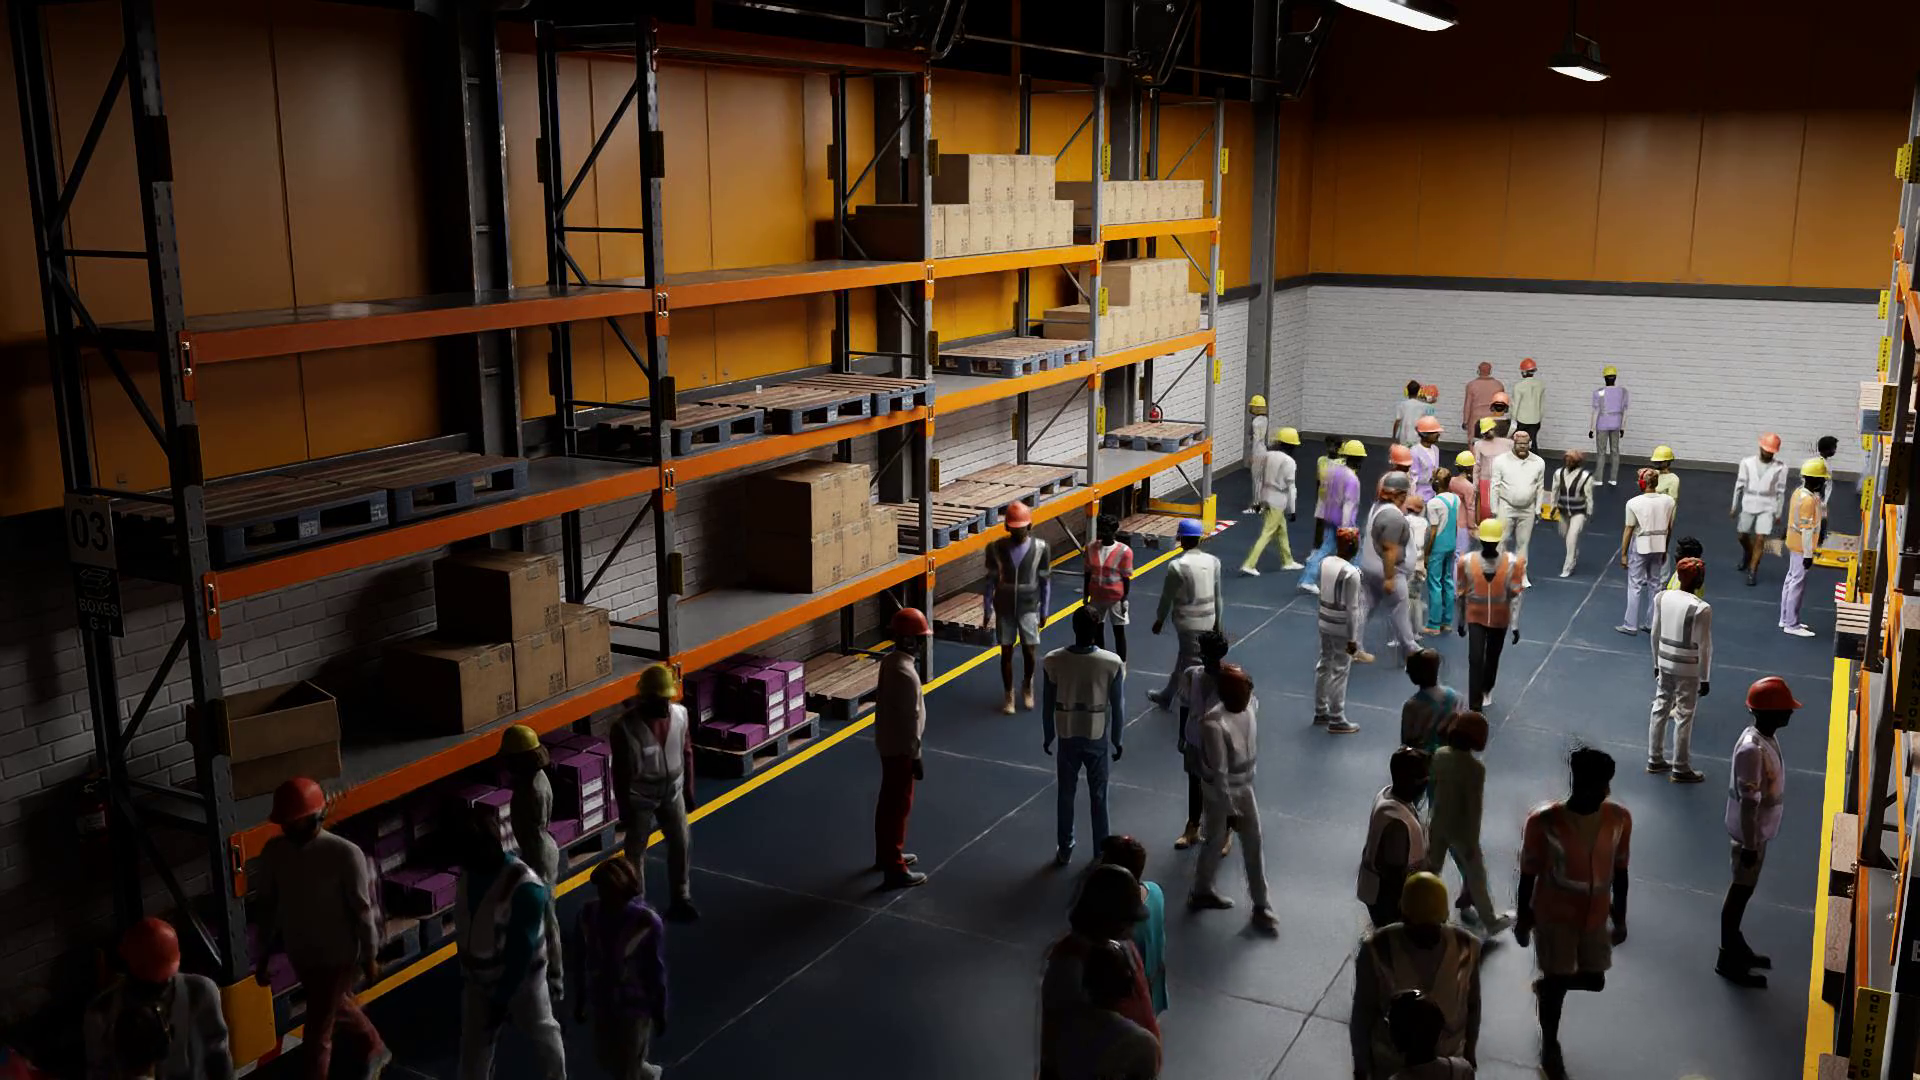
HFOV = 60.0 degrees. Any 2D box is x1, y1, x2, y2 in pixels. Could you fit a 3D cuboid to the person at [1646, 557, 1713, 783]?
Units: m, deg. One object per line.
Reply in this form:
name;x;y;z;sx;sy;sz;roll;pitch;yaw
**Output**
person;5.943;1.064;13.704;0.356;1.883;0.574;-6;14;-24

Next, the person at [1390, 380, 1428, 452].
person;6.808;-1.500;25.267;0.568;1.838;0.892;1;13;4

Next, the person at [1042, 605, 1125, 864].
person;0.888;1.416;12.045;0.590;1.918;0.386;2;13;10

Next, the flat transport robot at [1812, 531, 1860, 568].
flat transport robot;11.478;0.133;21.507;0.652;0.197;1.431;8;15;32

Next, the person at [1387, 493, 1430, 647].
person;4.741;0.316;17.664;0.635;1.611;0.327;-10;16;-38

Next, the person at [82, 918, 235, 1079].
person;-3.492;2.482;7.297;0.580;1.909;0.653;-5;14;-23

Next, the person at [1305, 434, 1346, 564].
person;4.737;-0.507;21.199;0.583;1.690;0.503;10;16;39

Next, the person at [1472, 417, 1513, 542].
person;7.229;-0.818;22.498;0.604;1.718;0.540;4;13;17

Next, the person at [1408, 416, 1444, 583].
person;5.672;-0.501;20.336;0.361;2.047;0.612;12;17;42

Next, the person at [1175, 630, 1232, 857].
person;1.838;1.487;12.229;0.541;1.696;0.315;8;15;33

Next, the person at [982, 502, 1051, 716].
person;0.517;0.639;15.300;0.622;2.027;0.442;1;13;4

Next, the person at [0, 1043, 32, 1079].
person;-3.907;2.696;6.657;0.982;1.782;0.629;-10;16;-38

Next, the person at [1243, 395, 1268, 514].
person;4.346;-1.255;24.401;0.294;1.744;0.486;6;14;24

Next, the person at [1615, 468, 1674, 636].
person;7.404;0.140;17.947;0.563;1.836;0.395;-3;13;-12

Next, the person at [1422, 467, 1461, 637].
person;5.184;0.123;17.997;0.511;1.844;0.328;-10;16;-38

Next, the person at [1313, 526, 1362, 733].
person;3.397;0.801;14.900;0.354;1.880;0.570;-4;13;-18

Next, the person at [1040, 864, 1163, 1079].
person;0.550;2.361;7.539;0.838;2.000;0.704;7;14;29

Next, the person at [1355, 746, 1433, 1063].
person;2.435;2.044;9.407;0.396;1.841;0.565;3;13;12

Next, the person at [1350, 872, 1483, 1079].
person;2.144;2.426;7.758;0.626;1.811;0.664;1;13;3

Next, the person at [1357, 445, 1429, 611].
person;4.931;-0.162;19.081;0.639;1.932;1.042;-11;17;-40

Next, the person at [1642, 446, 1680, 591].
person;8.360;-0.258;19.911;0.332;1.760;0.526;-3;13;-14

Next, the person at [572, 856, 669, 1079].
person;-1.707;2.356;8.501;0.523;1.610;0.670;5;14;21

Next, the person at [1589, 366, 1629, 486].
person;10.312;-1.810;26.493;0.584;1.917;0.386;-1;13;-4

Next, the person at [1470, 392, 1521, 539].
person;7.269;-0.999;22.627;0.615;2.028;0.409;3;13;11

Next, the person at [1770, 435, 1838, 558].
person;10.869;-0.525;21.301;0.745;1.664;0.549;5;14;23

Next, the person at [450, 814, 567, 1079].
person;-2.397;2.271;8.518;0.608;1.779;0.970;8;15;30

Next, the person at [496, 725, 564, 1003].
person;-2.602;1.951;10.080;0.324;1.730;0.491;-5;14;-21

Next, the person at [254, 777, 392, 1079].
person;-3.373;2.143;8.761;0.650;1.947;1.024;4;13;19

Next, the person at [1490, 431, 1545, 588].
person;6.715;-0.369;20.065;0.641;1.908;0.407;1;13;3

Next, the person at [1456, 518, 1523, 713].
person;4.860;0.703;15.335;0.583;1.887;0.988;3;13;15

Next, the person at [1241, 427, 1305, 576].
person;3.904;-0.479;20.643;0.974;1.874;0.605;-5;14;-23

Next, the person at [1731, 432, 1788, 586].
person;9.759;-0.414;20.296;0.590;1.897;0.753;9;15;35

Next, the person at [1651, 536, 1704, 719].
person;6.646;0.799;15.310;0.319;1.696;0.532;1;13;7

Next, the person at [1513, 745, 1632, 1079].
person;3.376;2.026;9.263;0.642;1.939;0.641;-2;13;-8

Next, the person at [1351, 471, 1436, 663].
person;4.396;0.277;16.867;0.962;2.000;0.706;-1;13;-6

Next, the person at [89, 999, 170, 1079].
person;-3.264;2.710;6.583;0.532;1.793;1.002;3;13;15

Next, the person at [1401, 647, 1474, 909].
person;3.258;1.618;11.423;0.530;1.807;0.896;-7;14;-28

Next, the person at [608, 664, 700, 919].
person;-2.033;1.689;11.062;0.596;1.819;0.431;-10;16;-37

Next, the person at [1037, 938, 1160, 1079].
person;0.565;2.579;7.059;0.552;1.827;0.448;9;16;36

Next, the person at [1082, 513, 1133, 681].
person;1.447;0.561;16.391;0.531;1.691;0.318;8;15;32

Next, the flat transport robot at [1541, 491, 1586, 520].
flat transport robot;8.769;-0.520;24.435;0.652;0.197;1.431;2;13;11

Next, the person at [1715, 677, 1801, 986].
person;4.949;1.785;10.339;0.340;1.942;0.552;8;15;31

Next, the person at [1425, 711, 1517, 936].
person;3.247;1.876;10.740;0.885;1.570;0.546;-5;14;-23

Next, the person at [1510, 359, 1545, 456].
person;9.165;-1.942;26.929;0.613;1.987;0.403;-4;13;-19

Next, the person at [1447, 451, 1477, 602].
person;5.872;-0.166;19.468;0.307;1.771;0.532;-3;13;-14

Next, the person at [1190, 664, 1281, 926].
person;1.850;1.683;11.037;0.653;1.837;0.796;-11;16;-40

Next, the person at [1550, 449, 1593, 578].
person;7.659;-0.367;20.734;0.705;1.608;0.525;-12;17;-43

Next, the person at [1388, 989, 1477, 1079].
person;1.808;2.662;6.662;0.507;1.840;0.342;-6;14;-26

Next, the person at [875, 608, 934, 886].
person;-0.387;1.447;11.772;0.426;1.982;0.615;-3;13;-14

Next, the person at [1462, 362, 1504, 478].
person;8.537;-1.967;27.225;0.652;1.904;0.402;0;13;-2

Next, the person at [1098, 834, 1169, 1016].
person;0.819;2.323;8.152;0.380;1.843;0.570;6;14;26

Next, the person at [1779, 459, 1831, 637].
person;9.153;0.075;18.031;0.368;1.927;0.587;4;13;16

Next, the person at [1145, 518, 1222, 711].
person;2.071;0.737;15.146;0.602;1.885;0.950;-11;17;-40

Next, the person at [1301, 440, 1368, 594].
person;4.508;-0.255;19.625;0.972;1.885;0.595;-2;13;-7
